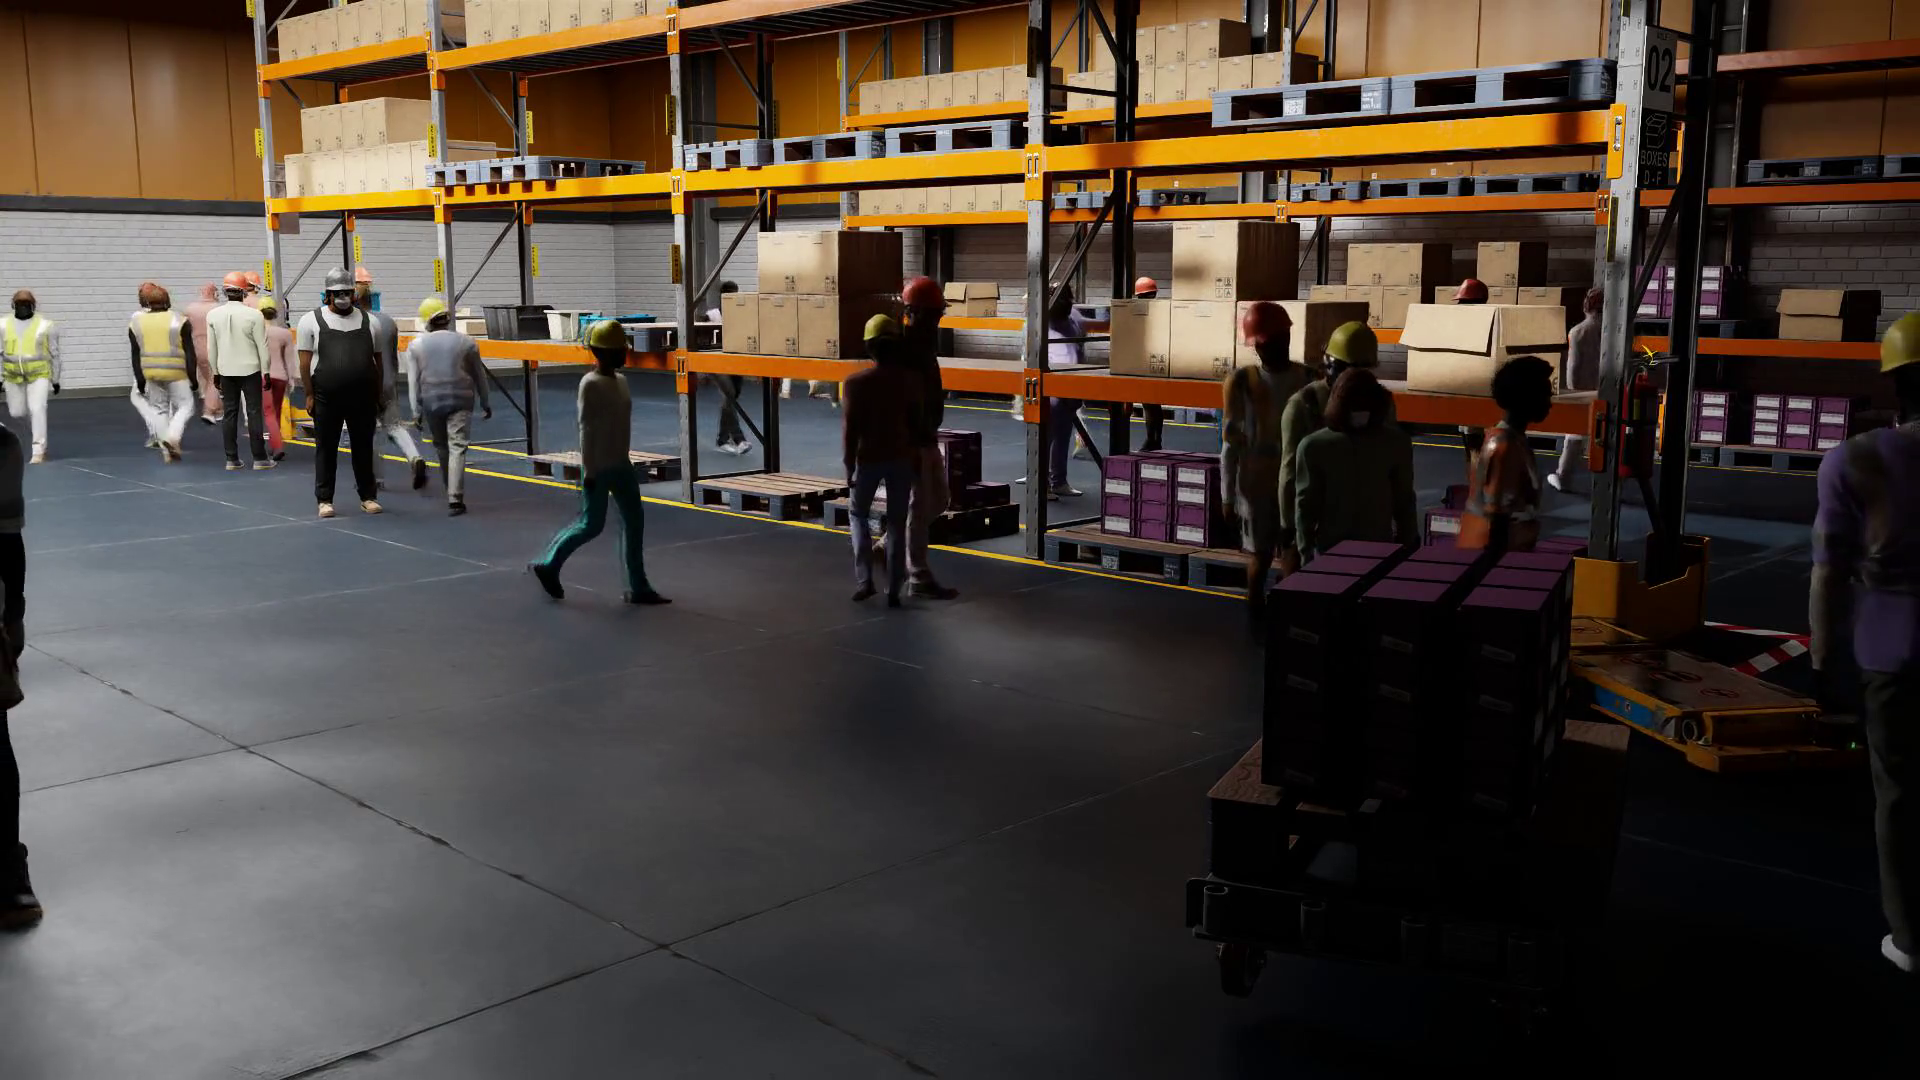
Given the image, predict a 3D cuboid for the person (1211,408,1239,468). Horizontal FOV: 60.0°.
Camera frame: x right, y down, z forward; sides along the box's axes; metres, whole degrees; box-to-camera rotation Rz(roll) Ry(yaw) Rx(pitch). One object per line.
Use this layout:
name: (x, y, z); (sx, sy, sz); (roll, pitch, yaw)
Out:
person: (2.158, -0.878, 12.279); (0.568, 1.822, 0.707); (-8, 12, -41)

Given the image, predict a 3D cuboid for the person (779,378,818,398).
person: (-2.542, -3.104, 25.956); (0.636, 1.821, 0.776); (-7, 11, -35)

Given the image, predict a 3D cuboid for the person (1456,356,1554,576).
person: (2.200, 0.089, 6.788); (0.365, 1.677, 0.540); (3, 10, 17)

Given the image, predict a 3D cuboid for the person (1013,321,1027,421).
person: (1.049, -2.344, 21.952); (0.879, 1.592, 0.541); (8, 12, 41)

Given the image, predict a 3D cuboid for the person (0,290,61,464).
person: (-9.752, -1.717, 17.448); (0.625, 1.815, 0.738); (-2, 9, -11)

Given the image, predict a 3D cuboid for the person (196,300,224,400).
person: (-11.648, -2.969, 25.712); (0.583, 1.620, 0.329); (2, 10, 14)

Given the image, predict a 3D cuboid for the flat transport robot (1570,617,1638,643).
flat transport robot: (2.749, 0.552, 8.238); (1.431, 0.197, 0.652); (-2, 9, -9)

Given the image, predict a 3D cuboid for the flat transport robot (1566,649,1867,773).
flat transport robot: (3.186, 0.709, 7.277); (0.652, 0.197, 1.431); (-2, 9, -9)

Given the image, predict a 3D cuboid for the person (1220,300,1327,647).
person: (1.613, -0.289, 8.506); (0.583, 1.883, 0.941); (1, 9, 3)

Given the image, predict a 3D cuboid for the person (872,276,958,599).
person: (-0.293, -0.620, 10.191); (0.527, 1.977, 0.632); (3, 10, 15)

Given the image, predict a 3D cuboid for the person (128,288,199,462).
person: (-8.264, -1.700, 17.275); (0.647, 1.830, 0.539); (-1, 9, -4)

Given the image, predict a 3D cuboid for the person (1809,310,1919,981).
person: (2.740, 0.305, 4.752); (0.616, 1.900, 0.444); (2, 10, 15)

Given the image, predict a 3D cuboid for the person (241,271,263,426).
person: (-9.110, -2.467, 21.478); (0.613, 1.995, 0.391); (-1, 9, -5)

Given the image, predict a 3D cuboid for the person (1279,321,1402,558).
person: (1.793, -0.162, 7.997); (0.630, 1.792, 0.828); (-4, 10, -21)

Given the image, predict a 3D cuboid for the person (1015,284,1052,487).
person: (0.747, -1.444, 15.414); (0.367, 1.926, 0.594); (-4, 10, -24)

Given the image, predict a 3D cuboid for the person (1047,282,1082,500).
person: (0.876, -1.309, 14.654); (0.403, 1.906, 0.651); (8, 12, 39)

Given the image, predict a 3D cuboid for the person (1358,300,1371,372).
person: (4.430, -1.871, 18.801); (0.540, 1.679, 0.625); (-9, 13, -43)

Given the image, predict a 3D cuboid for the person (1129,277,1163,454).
person: (2.018, -1.859, 17.948); (0.374, 1.930, 0.542); (5, 10, 27)

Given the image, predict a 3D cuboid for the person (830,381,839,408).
person: (-1.720, -2.821, 24.123); (0.506, 1.842, 0.350); (2, 9, 9)

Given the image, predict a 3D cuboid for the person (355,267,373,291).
person: (-7.578, -2.435, 21.129); (0.378, 2.045, 0.605); (4, 10, 22)

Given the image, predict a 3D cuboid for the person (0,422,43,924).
person: (-3.277, 0.208, 5.288); (0.618, 1.933, 0.943); (-7, 12, -39)

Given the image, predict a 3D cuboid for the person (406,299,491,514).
person: (-4.274, -1.126, 13.932); (0.610, 1.758, 0.959); (-1, 9, -8)

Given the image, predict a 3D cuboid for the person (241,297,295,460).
person: (-7.347, -1.718, 17.706); (0.535, 1.725, 0.885); (-8, 12, -40)

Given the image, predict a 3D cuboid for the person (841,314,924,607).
person: (-0.466, -0.471, 9.989); (0.535, 1.755, 0.403); (-3, 10, -16)

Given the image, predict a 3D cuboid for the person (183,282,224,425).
person: (-9.782, -2.437, 21.731); (0.666, 1.862, 0.997); (0, 9, 2)

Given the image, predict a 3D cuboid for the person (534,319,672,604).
person: (-2.182, -0.459, 9.979); (0.779, 1.735, 0.538); (3, 10, 17)

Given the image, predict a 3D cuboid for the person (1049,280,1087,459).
person: (1.062, -1.811, 17.737); (0.633, 1.912, 0.900); (-4, 10, -24)

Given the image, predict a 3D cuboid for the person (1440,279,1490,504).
person: (4.290, -1.222, 14.019); (0.360, 1.939, 0.543); (1, 9, 8)

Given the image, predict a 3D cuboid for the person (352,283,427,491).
person: (-5.204, -1.348, 14.900); (0.825, 1.906, 0.652); (6, 11, 34)

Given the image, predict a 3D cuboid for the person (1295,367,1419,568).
person: (1.698, 0.051, 7.194); (0.534, 1.612, 0.475); (0, 9, 3)

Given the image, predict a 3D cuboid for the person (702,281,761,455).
person: (-2.422, -1.849, 18.030); (0.619, 1.876, 0.938); (-8, 12, -39)

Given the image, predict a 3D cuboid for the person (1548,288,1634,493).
person: (5.588, -1.285, 14.678); (0.637, 1.851, 1.013); (-1, 9, -6)

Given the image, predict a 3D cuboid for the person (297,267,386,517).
person: (-5.032, -1.210, 13.634); (0.673, 2.000, 0.536); (-6, 11, -33)

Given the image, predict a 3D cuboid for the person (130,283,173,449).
person: (-9.006, -1.931, 18.569); (0.424, 1.868, 0.594); (4, 10, 22)

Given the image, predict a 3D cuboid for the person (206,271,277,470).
person: (-7.244, -1.699, 16.759); (0.622, 1.996, 0.368); (0, 9, 2)
